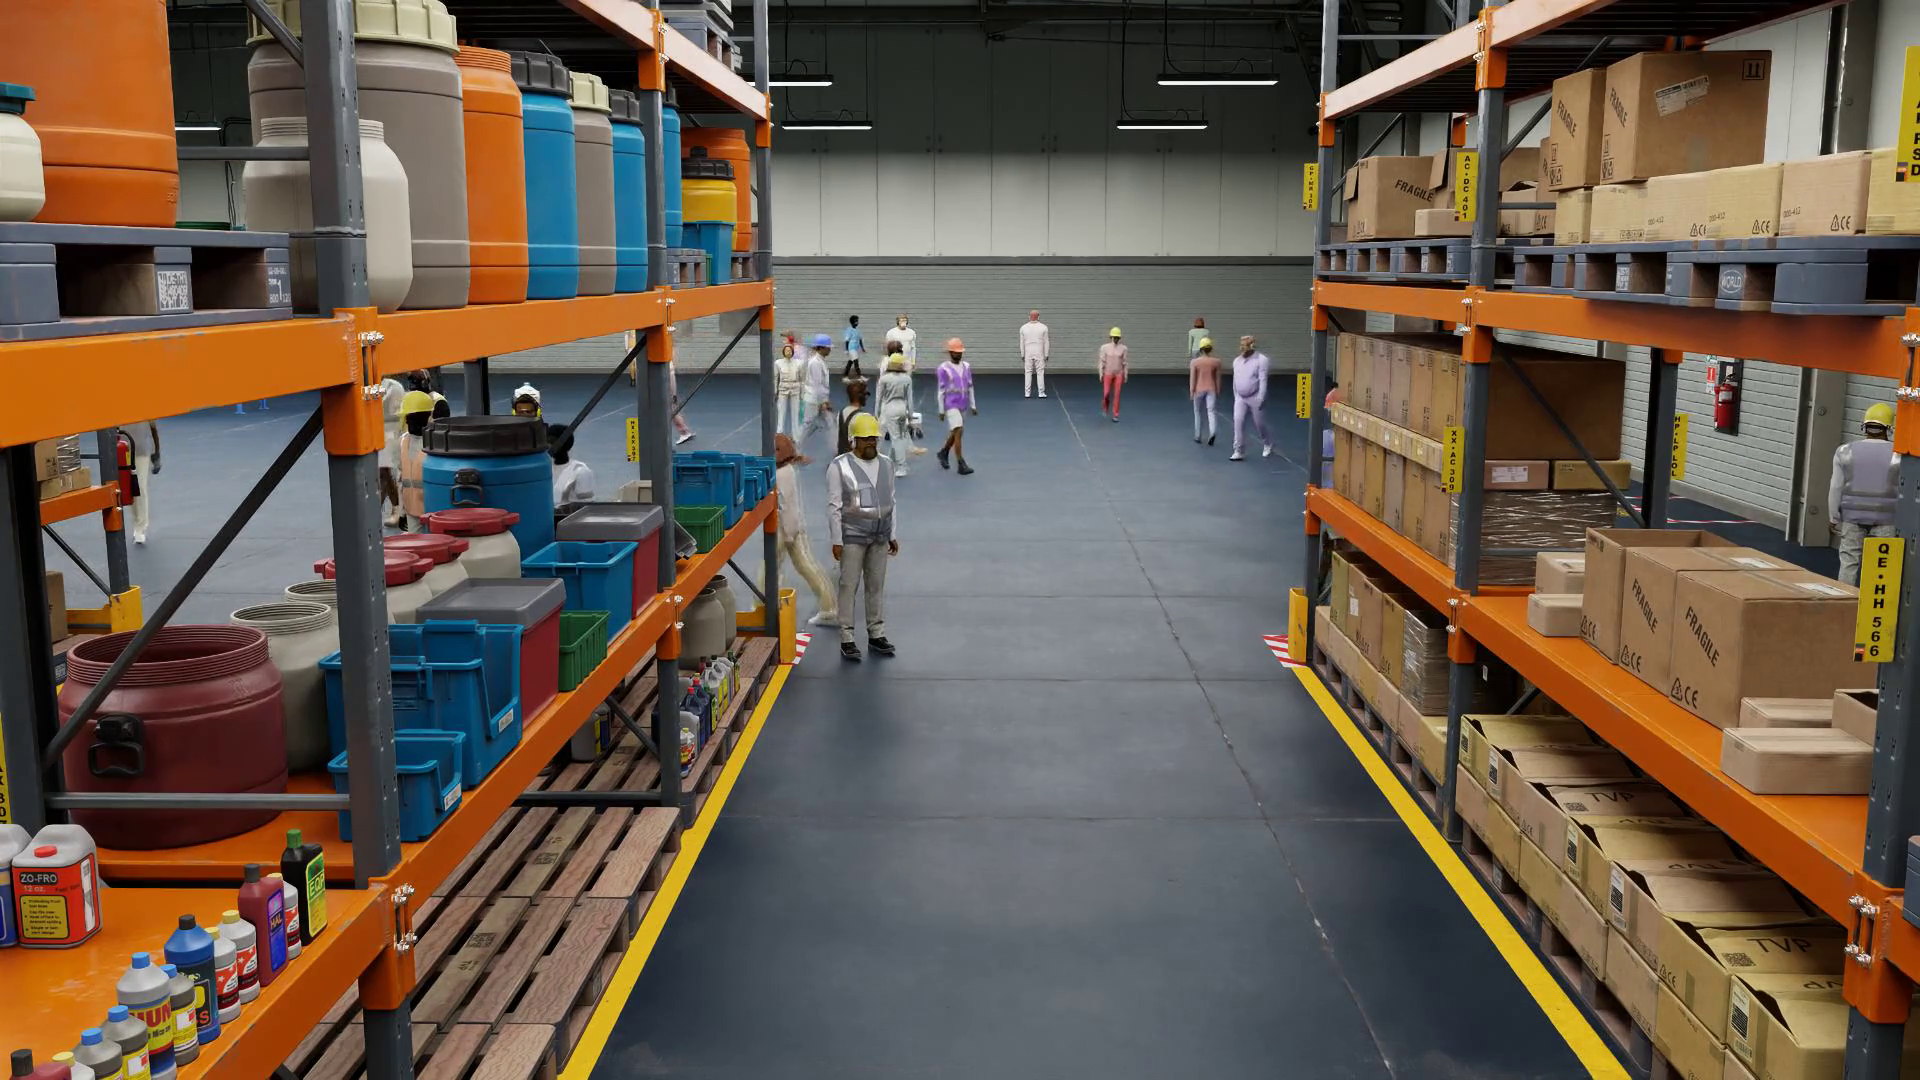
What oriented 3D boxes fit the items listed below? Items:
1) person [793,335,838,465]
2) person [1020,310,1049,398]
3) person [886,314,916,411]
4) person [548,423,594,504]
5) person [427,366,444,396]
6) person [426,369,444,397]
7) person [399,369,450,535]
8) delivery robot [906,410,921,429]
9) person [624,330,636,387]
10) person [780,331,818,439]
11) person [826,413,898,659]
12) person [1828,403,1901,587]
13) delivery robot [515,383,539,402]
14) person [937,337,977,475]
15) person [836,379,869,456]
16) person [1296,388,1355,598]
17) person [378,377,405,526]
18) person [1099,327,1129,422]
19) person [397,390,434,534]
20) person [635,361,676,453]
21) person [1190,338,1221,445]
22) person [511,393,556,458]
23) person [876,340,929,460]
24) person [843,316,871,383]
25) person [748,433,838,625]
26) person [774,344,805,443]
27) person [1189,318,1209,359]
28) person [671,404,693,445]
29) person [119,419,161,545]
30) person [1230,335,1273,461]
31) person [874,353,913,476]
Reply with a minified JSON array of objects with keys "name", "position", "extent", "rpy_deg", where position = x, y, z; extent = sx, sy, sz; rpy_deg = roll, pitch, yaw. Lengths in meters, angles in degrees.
[{"name":"person","position":[-1.995,-2.052,24.356],"extent":[1.007,1.886,0.642],"rpy_deg":[1,10,7]},{"name":"person","position":[1.640,-4.063,36.371],"extent":[0.643,1.913,0.410],"rpy_deg":[2,10,13]},{"name":"person","position":[-1.153,-3.521,33.044],"extent":[0.632,1.940,0.372],"rpy_deg":[-5,11,-27]},{"name":"person","position":[-3.147,-0.085,13.197],"extent":[0.540,1.695,0.317],"rpy_deg":[5,11,27]},{"name":"person","position":[-10.919,-3.776,34.404],"extent":[0.377,1.995,0.608],"rpy_deg":[1,10,8]},{"name":"person","position":[-11.495,-3.952,35.838],"extent":[0.605,1.877,0.963],"rpy_deg":[1,10,7]},{"name":"person","position":[-5.718,-0.910,17.690],"extent":[0.620,1.845,0.429],"rpy_deg":[5,11,26]},{"name":"delivery robot","position":[-0.939,-2.016,28.007],"extent":[0.477,0.478,0.707],"rpy_deg":[5,11,26]},{"name":"person","position":[-7.734,-4.640,39.739],"extent":[0.543,1.941,0.353],"rpy_deg":[-2,10,-12]},{"name":"person","position":[-2.744,-2.603,27.912],"extent":[0.497,1.810,0.614],"rpy_deg":[-4,10,-25]},{"name":"person","position":[-0.713,-0.040,12.506],"extent":[0.589,1.833,0.404],"rpy_deg":[-7,12,-36]},{"name":"person","position":[7.322,-0.186,13.381],"extent":[0.603,1.830,0.404],"rpy_deg":[6,11,34]},{"name":"delivery robot","position":[-8.695,-2.916,33.400],"extent":[0.477,0.478,0.707],"rpy_deg":[-5,11,-28]},{"name":"person","position":[-0.093,-1.915,23.510],"extent":[0.543,1.912,0.899],"rpy_deg":[-8,12,-39]},{"name":"person","position":[-1.024,-0.656,16.223],"extent":[0.430,1.833,0.521],"rpy_deg":[-9,13,-42]},{"name":"person","position":[3.283,-0.351,14.233],"extent":[0.537,1.895,0.992],"rpy_deg":[-7,12,-36]},{"name":"person","position":[-6.471,-1.096,18.321],"extent":[0.642,1.995,0.998],"rpy_deg":[3,10,18]},{"name":"person","position":[2.865,-3.080,30.927],"extent":[0.550,1.752,0.368],"rpy_deg":[-1,9,-4]},{"name":"person","position":[-4.331,-0.247,13.467],"extent":[0.588,1.927,0.370],"rpy_deg":[5,11,26]},{"name":"person","position":[-4.677,-2.252,25.598],"extent":[0.619,1.896,0.417],"rpy_deg":[-3,10,-19]},{"name":"person","position":[4.006,-2.432,27.107],"extent":[0.527,1.731,0.856],"rpy_deg":[0,9,-3]},{"name":"person","position":[-3.577,-0.282,13.833],"extent":[0.521,1.876,0.325],"rpy_deg":[0,9,-3]},{"name":"person","position":[-0.929,-2.052,24.648],"extent":[0.963,1.796,0.618],"rpy_deg":[-2,10,-9]},{"name":"person","position":[-2.536,-4.639,40.591],"extent":[0.847,1.648,0.539],"rpy_deg":[4,10,21]},{"name":"person","position":[-1.410,-0.080,13.484],"extent":[0.865,1.591,0.510],"rpy_deg":[0,9,1]},{"name":"person","position":[-2.787,-2.384,27.122],"extent":[0.521,1.639,0.311],"rpy_deg":[-2,10,-14]},{"name":"person","position":[5.735,-4.516,39.913],"extent":[0.502,1.633,0.280],"rpy_deg":[1,10,8]},{"name":"person","position":[-4.827,-2.443,26.870],"extent":[1.020,1.842,0.668],"rpy_deg":[-2,10,-12]},{"name":"person","position":[-8.761,-0.888,17.654],"extent":[0.505,1.823,1.015],"rpy_deg":[-3,10,-16]},{"name":"person","position":[4.404,-2.154,25.060],"extent":[0.644,1.874,0.902],"rpy_deg":[7,12,37]},{"name":"person","position":[-0.926,-1.757,23.212],"extent":[0.492,1.686,0.940],"rpy_deg":[-5,11,-29]}]
